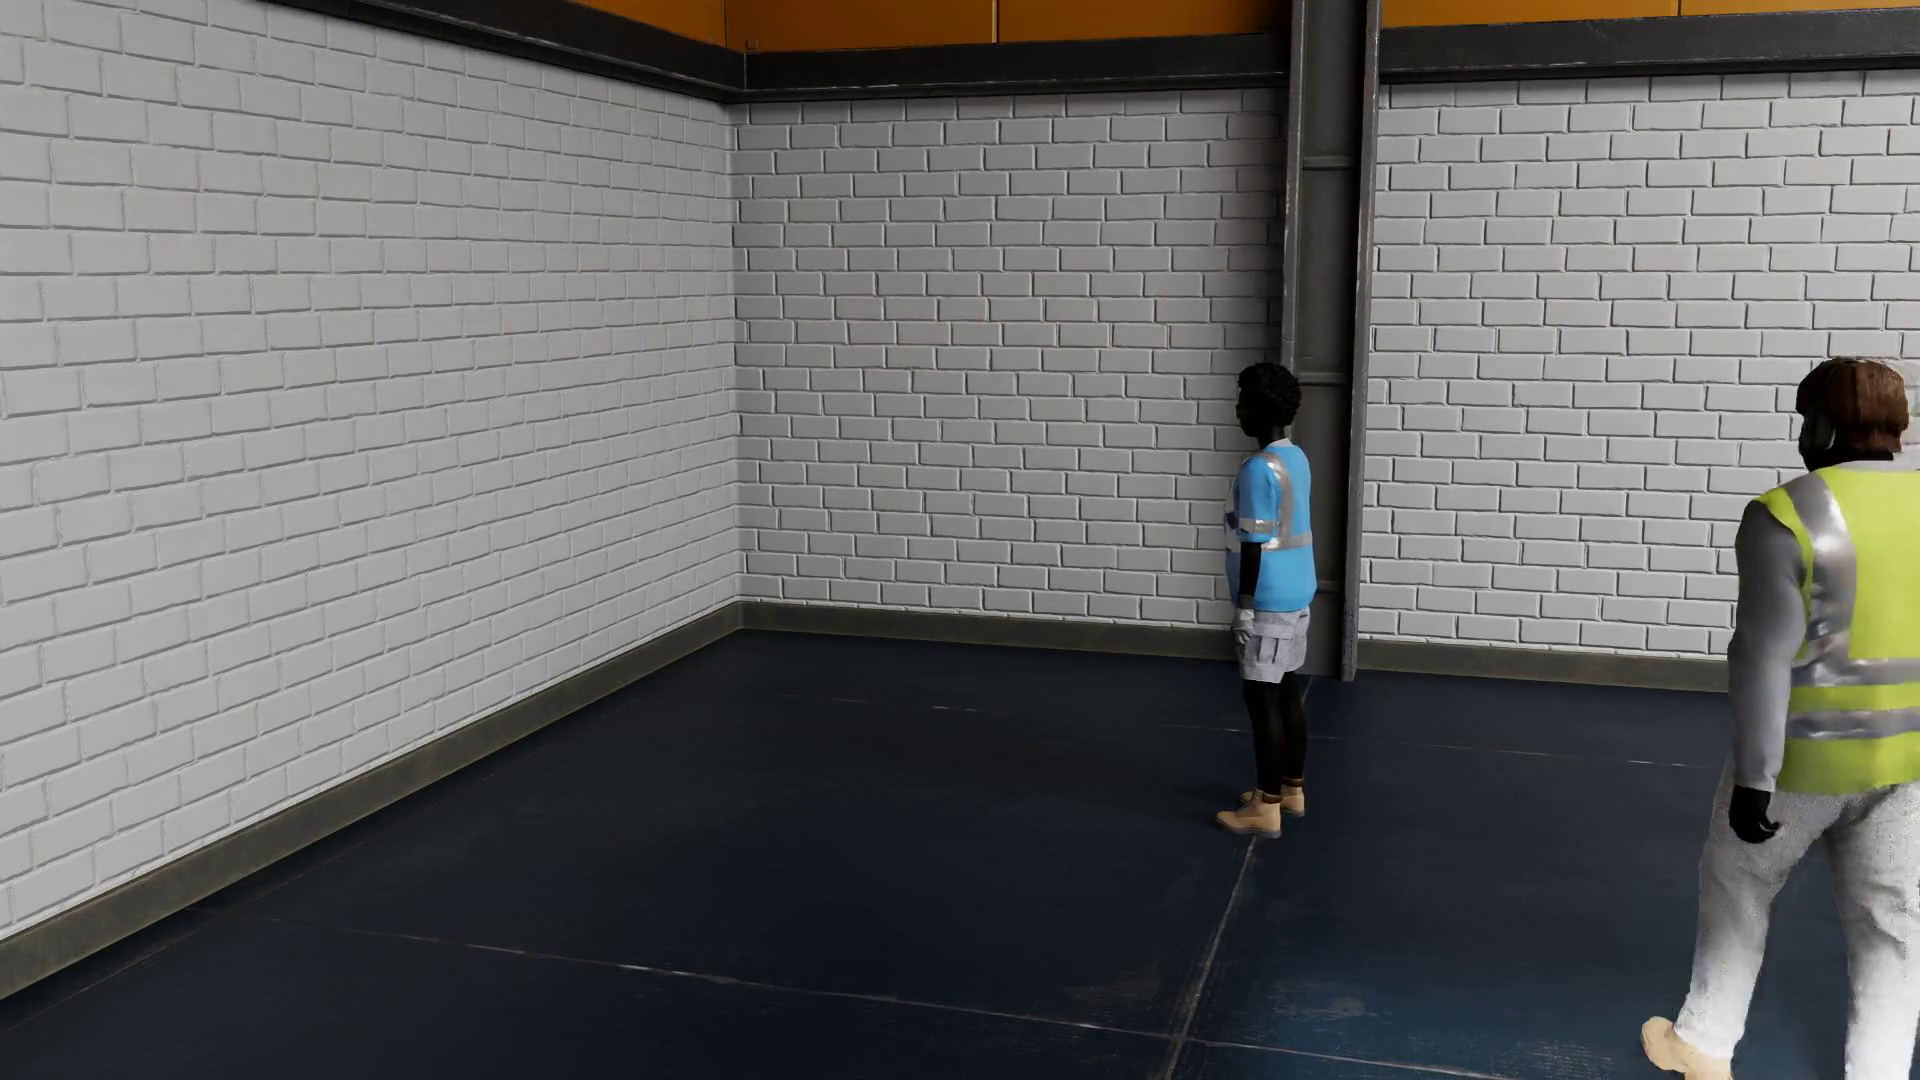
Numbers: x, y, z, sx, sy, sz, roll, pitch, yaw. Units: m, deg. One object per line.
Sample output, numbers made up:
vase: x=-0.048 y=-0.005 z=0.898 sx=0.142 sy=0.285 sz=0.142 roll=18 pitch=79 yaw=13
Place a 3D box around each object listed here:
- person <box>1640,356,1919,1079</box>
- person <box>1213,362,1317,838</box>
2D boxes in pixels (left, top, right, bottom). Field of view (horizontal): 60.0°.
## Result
person: x=1.988 y=0.482 z=3.920 sx=0.656 sy=1.813 sz=0.796 roll=-2 pitch=10 yaw=-12
person: x=1.106 y=0.211 z=5.966 sx=0.321 sy=1.689 sz=0.530 roll=4 pitch=10 yaw=25
